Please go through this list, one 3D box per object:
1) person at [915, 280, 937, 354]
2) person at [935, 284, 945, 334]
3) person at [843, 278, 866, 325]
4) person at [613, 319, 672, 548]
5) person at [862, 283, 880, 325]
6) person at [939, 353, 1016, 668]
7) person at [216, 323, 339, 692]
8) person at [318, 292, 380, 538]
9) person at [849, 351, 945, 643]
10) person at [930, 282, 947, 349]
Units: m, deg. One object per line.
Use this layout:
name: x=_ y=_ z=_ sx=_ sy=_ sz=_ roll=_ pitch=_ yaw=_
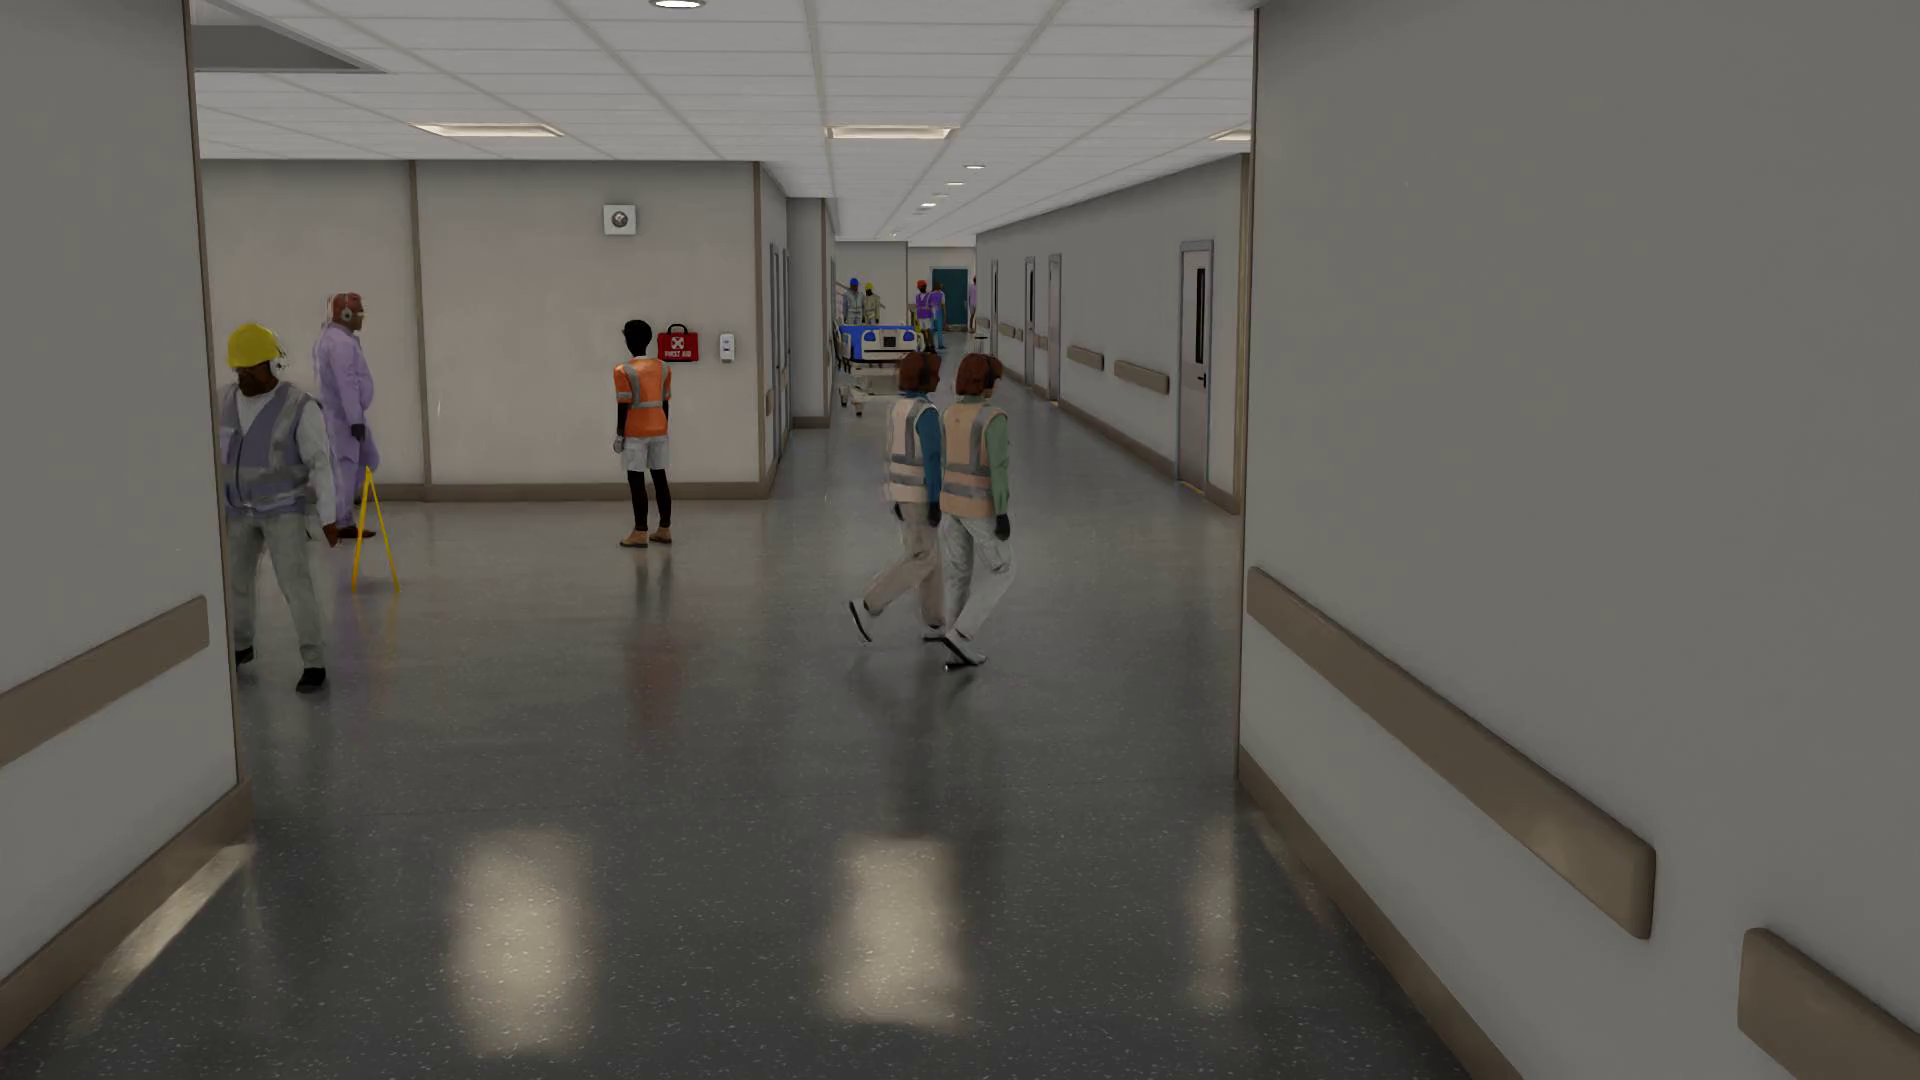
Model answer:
person: x=-0.856 y=-5.694 z=42.597 sx=0.676 sy=1.888 sz=0.365 roll=7 pitch=11 yaw=35
person: x=-0.718 y=-8.029 z=57.624 sx=0.329 sy=1.769 sz=0.526 roll=5 pitch=10 yaw=30
person: x=-2.723 y=-5.772 z=42.881 sx=0.615 sy=1.945 sz=0.400 roll=-4 pitch=10 yaw=-23
person: x=-2.368 y=-0.792 z=12.399 sx=0.317 sy=1.698 sz=0.540 roll=7 pitch=11 yaw=36
person: x=-2.432 y=-6.050 z=45.041 sx=0.590 sy=1.823 sz=0.405 roll=6 pitch=11 yaw=33
person: x=0.074 y=-0.141 z=8.505 sx=0.350 sy=1.623 sz=0.553 roll=-7 pitch=11 yaw=-36
person: x=-3.438 y=-0.164 z=8.206 sx=0.769 sy=1.790 sz=0.526 roll=2 pitch=9 yaw=11
person: x=-4.688 y=-0.948 z=12.793 sx=0.419 sy=1.894 sz=0.660 roll=-3 pitch=9 yaw=-17
person: x=-0.290 y=-0.222 z=9.063 sx=0.651 sy=1.612 sz=0.524 roll=-3 pitch=10 yaw=-19
person: x=-0.644 y=-6.171 z=45.714 sx=0.567 sy=1.846 sz=0.389 roll=5 pitch=11 yaw=30
